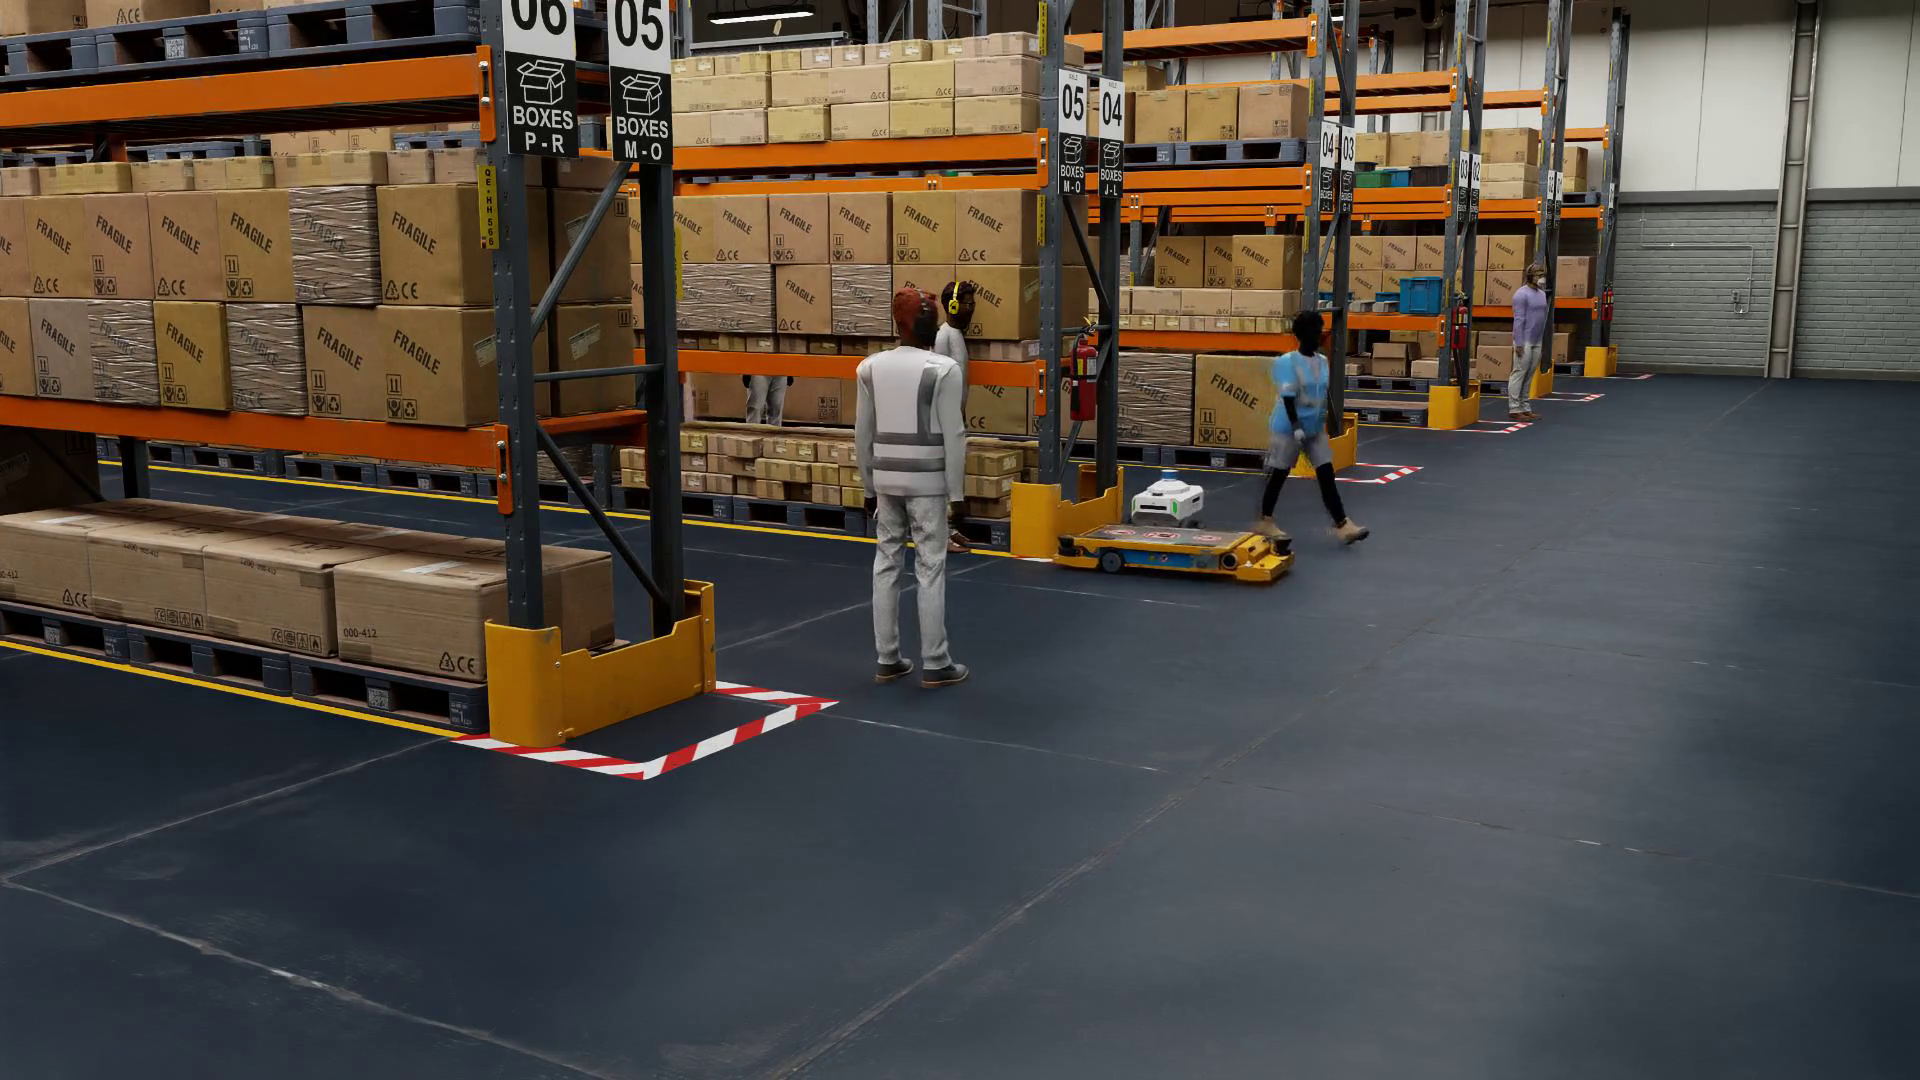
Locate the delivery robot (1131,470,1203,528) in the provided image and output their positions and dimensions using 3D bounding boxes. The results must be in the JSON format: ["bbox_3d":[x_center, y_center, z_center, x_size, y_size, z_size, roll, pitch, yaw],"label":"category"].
[{"bbox_3d":[1.436,-0.243,11.475,0.477,0.478,0.707,4,11,23],"label":"delivery robot"}]

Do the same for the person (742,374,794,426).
[{"bbox_3d":[-1.877,-1.650,16.227,0.429,1.844,0.625,9,14,44],"label":"person"}]

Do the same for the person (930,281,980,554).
[{"bbox_3d":[-0.043,-0.836,11.418,0.333,1.860,0.510,2,10,13],"label":"person"}]

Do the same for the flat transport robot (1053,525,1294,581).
[{"bbox_3d":[1.385,0.065,10.777,1.431,0.197,0.652,4,11,23],"label":"flat transport robot"}]

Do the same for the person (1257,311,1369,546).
[{"bbox_3d":[2.429,-0.770,11.651,0.539,1.641,0.854,-7,12,-34],"label":"person"}]

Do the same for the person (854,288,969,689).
[{"bbox_3d":[-0.226,-0.240,7.852,0.574,1.881,0.358,6,11,30],"label":"person"}]

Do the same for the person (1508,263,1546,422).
[{"bbox_3d":[7.015,-2.431,20.514,0.627,1.940,0.376,-9,13,-43],"label":"person"}]

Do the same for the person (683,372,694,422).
[{"bbox_3d":[-3.180,-2.046,18.175,0.625,1.973,0.616,6,11,32],"label":"person"}]
